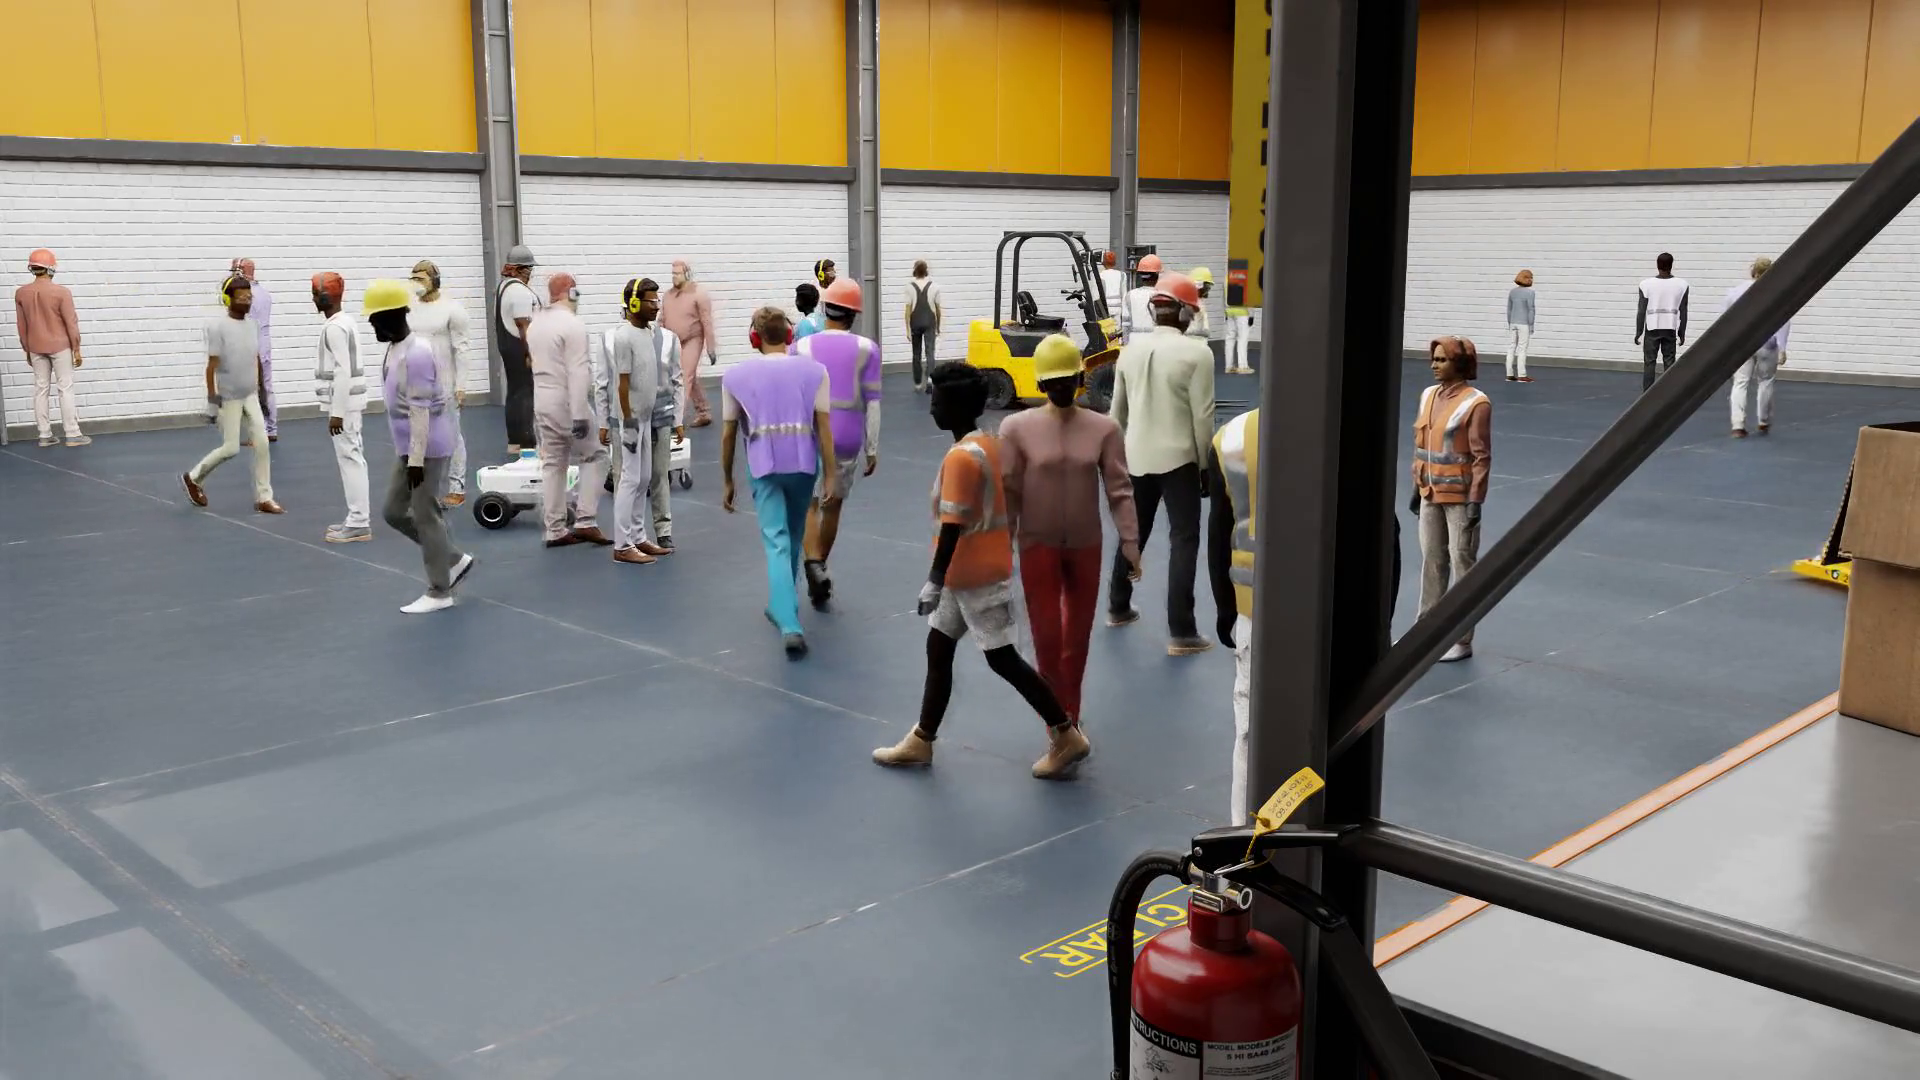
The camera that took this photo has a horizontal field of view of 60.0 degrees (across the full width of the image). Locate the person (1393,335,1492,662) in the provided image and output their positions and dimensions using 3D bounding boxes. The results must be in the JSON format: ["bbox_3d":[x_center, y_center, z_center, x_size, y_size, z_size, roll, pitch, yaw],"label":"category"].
[{"bbox_3d":[2.462,-0.210,8.381,0.314,1.641,0.515,-4,11,-22],"label":"person"}]

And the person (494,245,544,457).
[{"bbox_3d":[-4.205,-1.833,16.140,0.537,2.000,0.689,-6,12,-31],"label":"person"}]

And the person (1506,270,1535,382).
[{"bbox_3d":[8.198,-3.126,24.301,0.289,1.633,0.501,-5,11,-24],"label":"person"}]

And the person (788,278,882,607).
[{"bbox_3d":[-0.783,-0.559,9.632,0.653,1.887,0.791,0,10,2],"label":"person"}]

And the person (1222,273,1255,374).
[{"bbox_3d":[4.333,-3.492,25.729,0.429,1.841,0.633,-7,12,-33],"label":"person"}]

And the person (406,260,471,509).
[{"bbox_3d":[-4.122,-1.210,13.021,0.629,1.940,0.372,3,11,16],"label":"person"}]

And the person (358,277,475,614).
[{"bbox_3d":[-3.079,-0.521,9.382,0.514,1.904,0.585,-8,13,-36],"label":"person"}]

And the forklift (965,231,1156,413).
[{"bbox_3d":[1.222,-2.721,20.561,2.313,2.155,1.214,2,11,13],"label":"forklift"}]

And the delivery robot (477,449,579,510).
[{"bbox_3d":[-3.179,-0.428,12.278,0.707,0.478,0.477,-1,10,-5],"label":"delivery robot"}]

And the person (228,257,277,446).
[{"bbox_3d":[-7.246,-1.917,16.961,0.399,1.909,0.642,0,10,0],"label":"person"}]

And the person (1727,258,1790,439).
[{"bbox_3d":[8.488,-2.041,17.691,0.653,1.885,1.001,8,13,38],"label":"person"}]

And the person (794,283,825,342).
[{"bbox_3d":[-1.381,-1.503,15.411,0.318,1.648,0.535,1,10,8],"label":"person"}]

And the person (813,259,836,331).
[{"bbox_3d":[-1.486,-2.138,18.265,0.330,1.874,0.518,1,10,7],"label":"person"}]

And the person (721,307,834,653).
[{"bbox_3d":[-0.944,-0.323,8.691,0.575,1.763,1.045,-3,11,-15],"label":"person"}]

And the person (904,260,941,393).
[{"bbox_3d":[-0.508,-2.909,22.663,0.509,1.813,0.950,0,10,-3],"label":"person"}]

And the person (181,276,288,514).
[{"bbox_3d":[-5.587,-1.103,12.751,0.767,1.835,0.574,4,11,22],"label":"person"}]

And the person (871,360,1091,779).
[{"bbox_3d":[0.106,0.125,6.506,0.860,1.660,0.531,1,10,4],"label":"person"}]

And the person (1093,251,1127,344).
[{"bbox_3d":[2.293,-3.491,25.616,0.573,1.883,0.356,-4,11,-20],"label":"person"}]

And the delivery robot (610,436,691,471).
[{"bbox_3d":[-2.579,-0.723,13.883,0.477,0.478,0.707,7,12,32],"label":"delivery robot"}]

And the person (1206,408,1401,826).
[{"bbox_3d":[1.119,0.234,5.415,0.629,1.843,0.429,6,12,28],"label":"person"}]

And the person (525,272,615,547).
[{"bbox_3d":[-2.662,-0.886,11.418,0.656,1.880,0.558,10,14,44],"label":"person"}]

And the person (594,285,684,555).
[{"bbox_3d":[-2.137,-0.811,11.134,0.597,1.832,0.404,-3,11,-15],"label":"person"}]

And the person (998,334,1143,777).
[{"bbox_3d":[0.437,0.040,6.744,0.567,1.735,0.582,-3,11,-13],"label":"person"}]

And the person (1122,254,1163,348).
[{"bbox_3d":[1.901,-1.902,16.795,0.544,1.939,0.354,6,12,30],"label":"person"}]

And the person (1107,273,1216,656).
[{"bbox_3d":[1.048,-0.424,8.759,0.530,1.954,0.754,-10,14,-44],"label":"person"}]

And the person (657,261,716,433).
[{"bbox_3d":[-3.021,-2.111,18.165,0.685,1.856,1.003,7,13,34],"label":"person"}]

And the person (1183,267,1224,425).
[{"bbox_3d":[2.537,-2.185,18.797,0.876,1.784,0.600,3,11,14],"label":"person"}]

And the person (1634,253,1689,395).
[{"bbox_3d":[8.672,-2.584,20.574,0.597,1.915,0.369,2,11,10],"label":"person"}]

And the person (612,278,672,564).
[{"bbox_3d":[-2.097,-0.774,10.892,0.329,1.855,0.507,2,11,8],"label":"person"}]

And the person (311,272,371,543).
[{"bbox_3d":[-4.319,-0.923,11.613,0.352,1.881,0.576,-3,11,-14],"label":"person"}]

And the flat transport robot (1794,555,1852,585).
[{"bbox_3d":[5.983,0.129,10.269,1.431,0.197,0.652,-3,11,-17],"label":"flat transport robot"}]

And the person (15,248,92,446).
[{"bbox_3d":[-9.192,-1.939,16.834,0.611,1.997,0.375,0,10,2],"label":"person"}]
